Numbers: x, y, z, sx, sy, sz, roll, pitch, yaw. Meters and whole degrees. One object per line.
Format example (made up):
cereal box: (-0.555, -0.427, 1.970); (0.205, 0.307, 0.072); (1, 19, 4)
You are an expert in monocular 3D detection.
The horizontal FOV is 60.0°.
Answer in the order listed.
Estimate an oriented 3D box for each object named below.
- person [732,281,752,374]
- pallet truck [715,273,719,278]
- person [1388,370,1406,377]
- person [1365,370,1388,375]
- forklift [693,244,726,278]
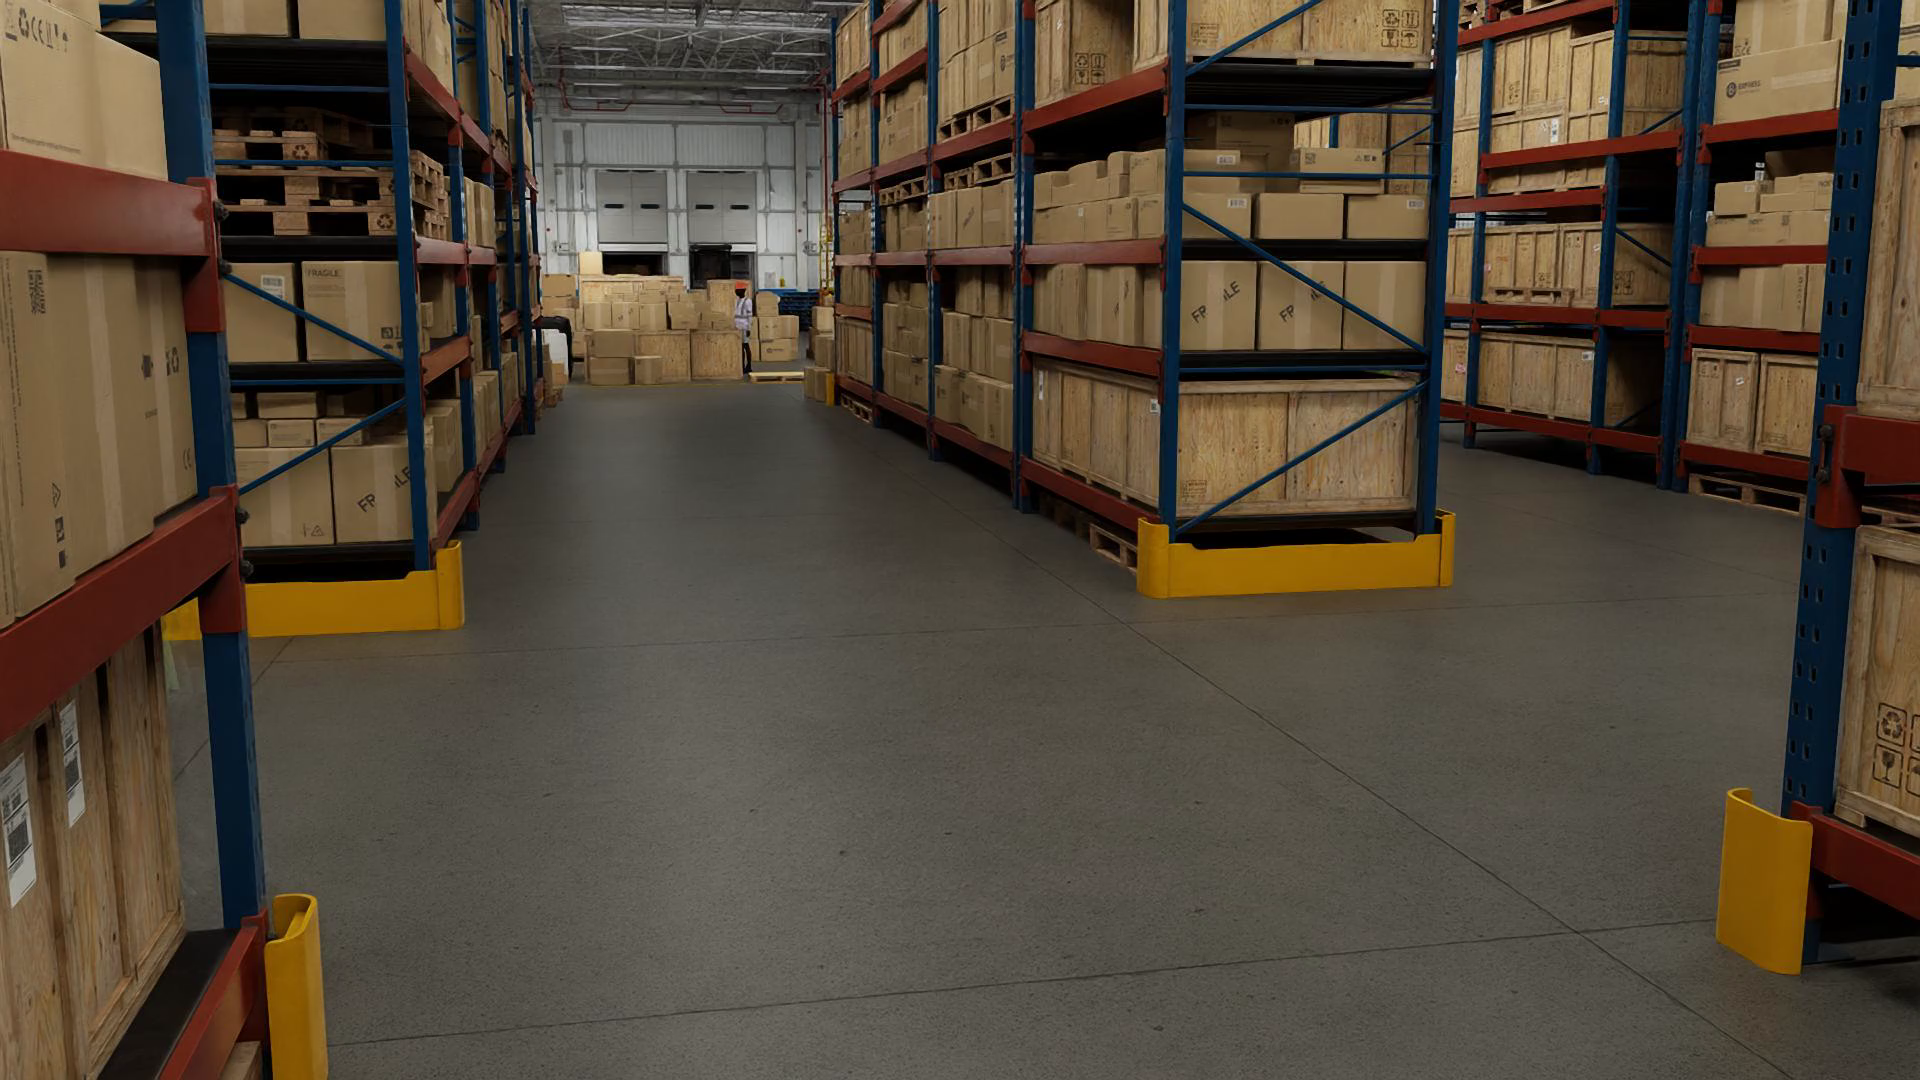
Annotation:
person: (-4.566, -4.439, 34.744); (0.364, 1.935, 0.553); (-8, 12, -39)
pallet truck: (-8.580, -8.986, 62.280); (1.885, 1.965, 0.823); (1, 9, 5)
person: (5.001, -1.951, 19.775); (0.675, 1.872, 0.847); (1, 9, 5)
person: (3.633, -1.126, 15.339); (0.677, 1.679, 0.471); (9, 13, 44)
forklift: (-6.757, -6.590, 44.989); (1.129, 2.768, 1.873); (-2, 10, -12)
